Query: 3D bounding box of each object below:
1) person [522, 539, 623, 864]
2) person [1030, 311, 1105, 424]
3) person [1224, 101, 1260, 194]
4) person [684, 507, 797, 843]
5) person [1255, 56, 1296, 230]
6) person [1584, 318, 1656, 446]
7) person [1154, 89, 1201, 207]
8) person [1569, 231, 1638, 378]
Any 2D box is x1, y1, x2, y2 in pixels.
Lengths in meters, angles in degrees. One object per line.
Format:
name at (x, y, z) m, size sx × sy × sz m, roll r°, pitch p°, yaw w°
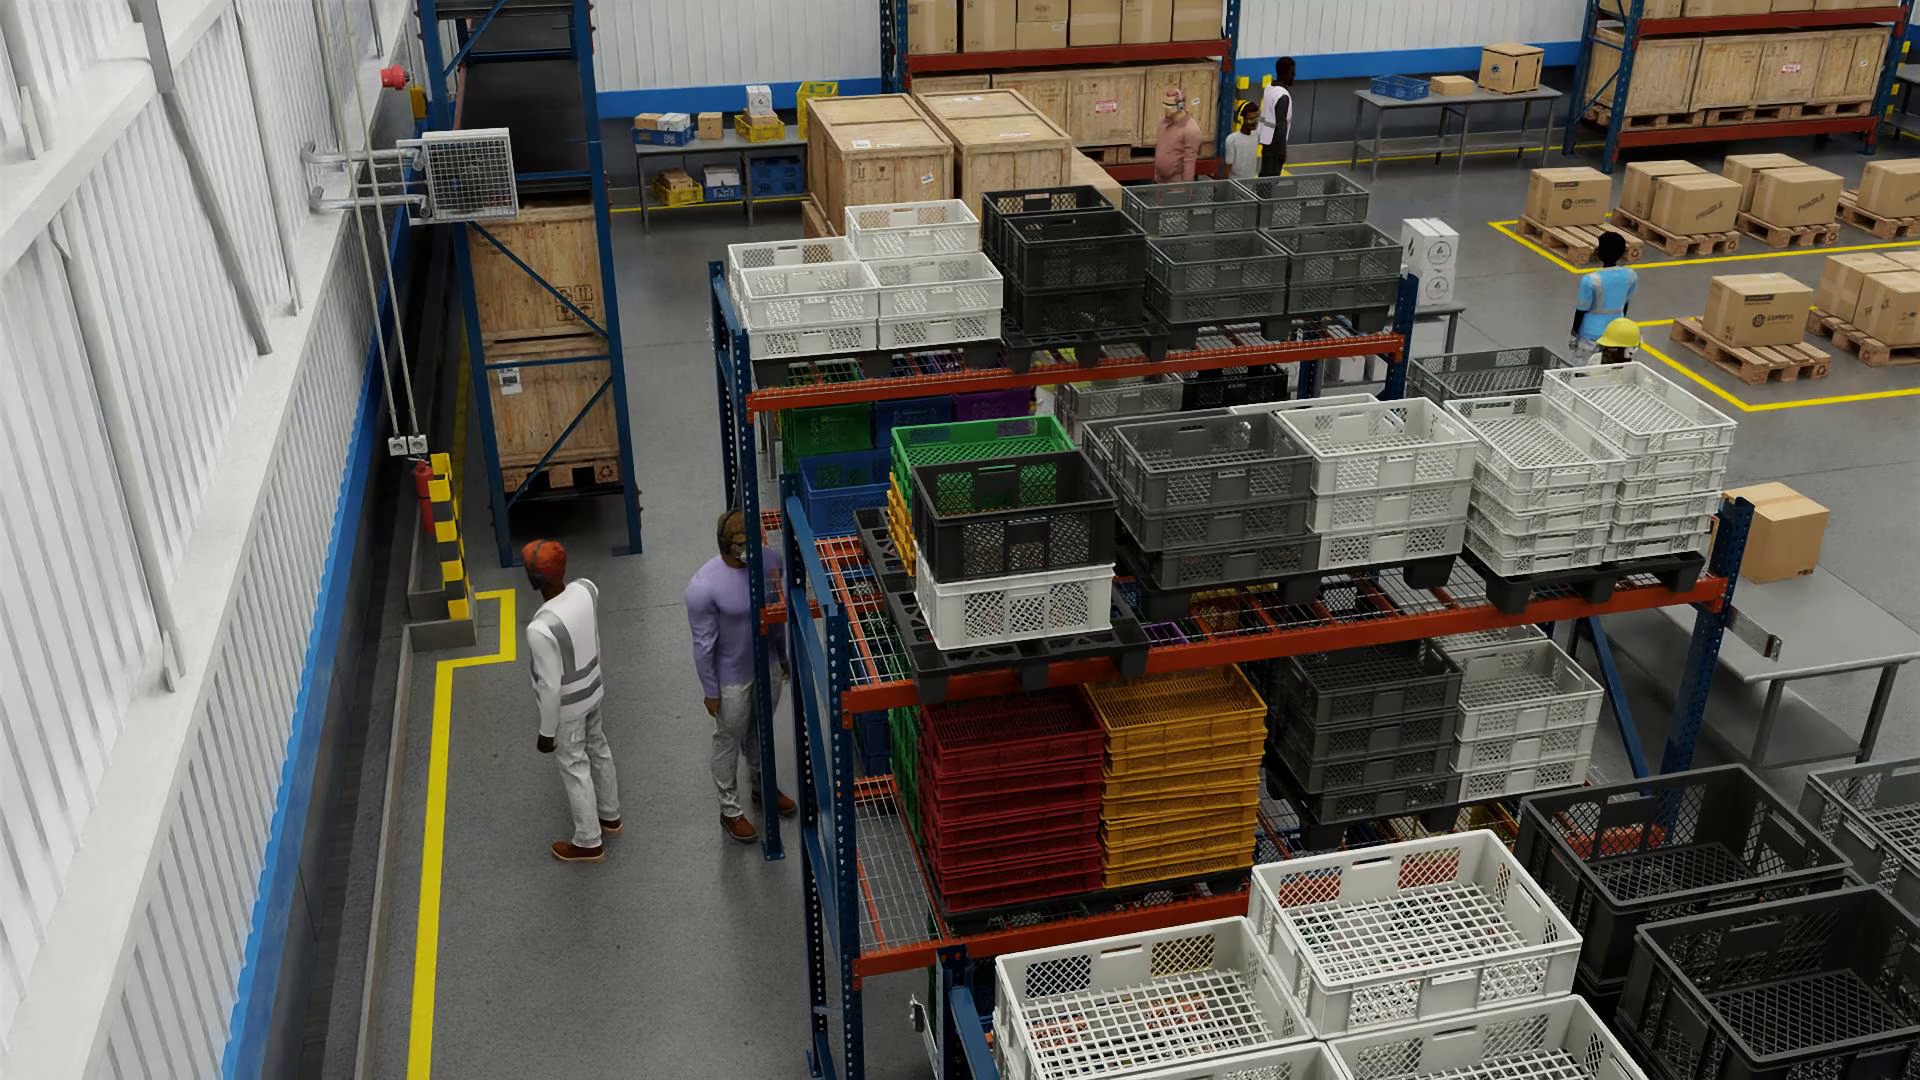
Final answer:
person at (-2.039, 0.843, 8.699) m, size 0.337 × 1.882 × 0.583 m, roll 8°, pitch 29°, yaw 14°
person at (0.793, -1.197, 12.631) m, size 0.619 × 1.835 × 0.430 m, roll 6°, pitch 28°, yaw 11°
person at (2.890, -3.564, 17.088) m, size 0.521 × 1.862 × 0.336 m, roll -23°, pitch 36°, yaw -37°
person at (-1.147, 0.698, 8.918) m, size 0.372 × 1.940 × 0.631 m, roll 21°, pitch 34°, yaw 34°
person at (3.533, -4.474, 18.753) m, size 0.369 × 1.915 × 0.597 m, roll -4°, pitch 28°, yaw -7°
person at (4.486, -0.688, 11.658) m, size 0.403 × 1.835 × 0.586 m, roll -12°, pitch 30°, yaw -22°
person at (2.221, -3.775, 17.455) m, size 0.397 × 1.898 × 0.636 m, roll -15°, pitch 31°, yaw -26°
person at (5.283, -1.720, 13.769) m, size 0.536 × 1.694 × 0.319 m, roll -9°, pitch 29°, yaw -16°
